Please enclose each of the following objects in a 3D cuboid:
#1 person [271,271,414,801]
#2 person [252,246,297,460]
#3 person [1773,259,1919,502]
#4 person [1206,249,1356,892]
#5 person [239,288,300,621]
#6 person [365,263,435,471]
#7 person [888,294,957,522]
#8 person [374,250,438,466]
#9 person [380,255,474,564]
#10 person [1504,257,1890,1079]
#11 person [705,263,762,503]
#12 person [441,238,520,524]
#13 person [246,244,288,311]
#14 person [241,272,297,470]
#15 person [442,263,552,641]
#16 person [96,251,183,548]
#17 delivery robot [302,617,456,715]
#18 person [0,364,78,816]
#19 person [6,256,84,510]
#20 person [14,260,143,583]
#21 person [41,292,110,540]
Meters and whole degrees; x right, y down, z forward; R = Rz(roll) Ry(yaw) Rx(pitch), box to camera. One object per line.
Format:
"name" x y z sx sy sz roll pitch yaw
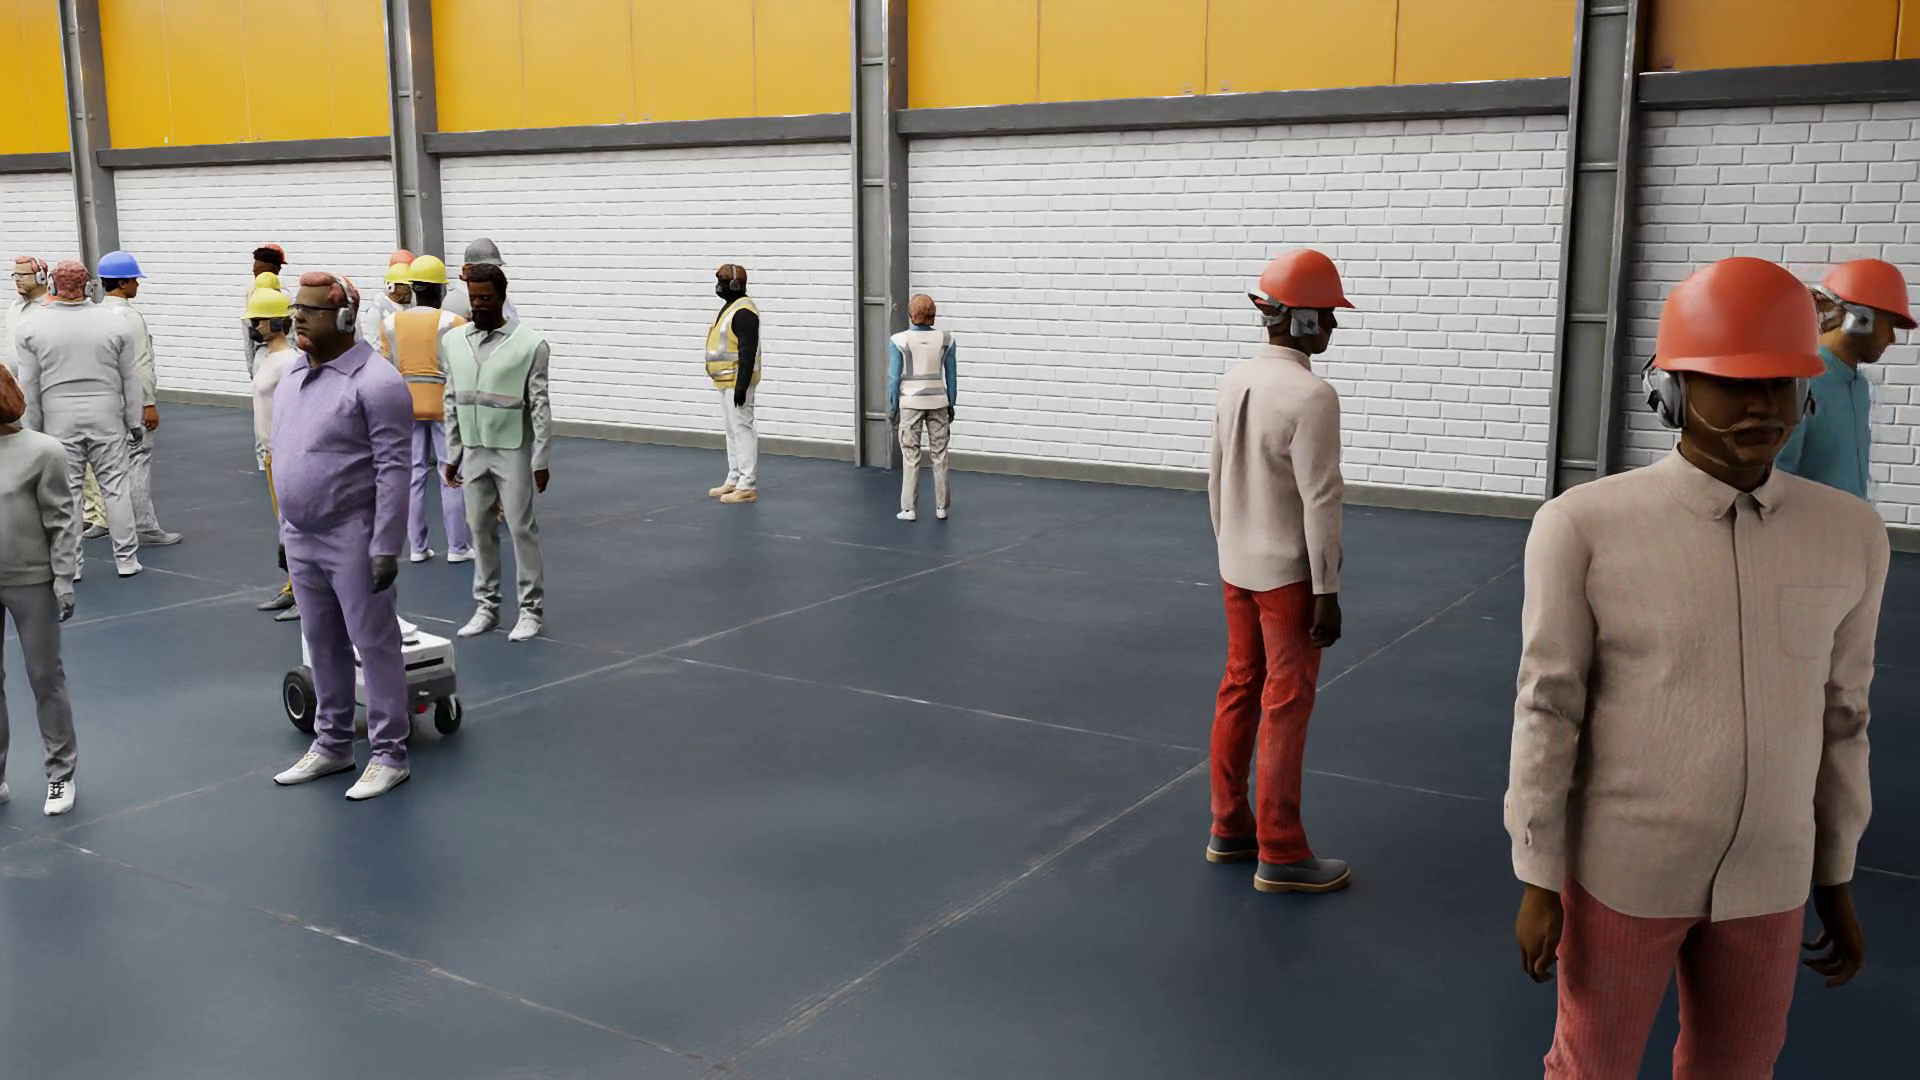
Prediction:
"person" -2.278 -0.014 6.067 0.641 1.913 0.410 6 12 29
"person" -6.205 -1.668 15.075 0.368 1.967 0.600 -8 13 -37
"person" 2.776 0.082 5.426 0.462 1.960 0.882 10 14 44
"person" 1.016 0.096 5.227 0.396 1.992 0.623 -4 11 -21
"person" -3.634 -0.454 8.908 0.315 1.769 0.525 -7 13 -35
"person" -4.839 -1.475 14.406 0.403 1.826 0.592 6 12 28
"person" -0.266 -0.944 11.973 0.516 1.641 0.308 -3 11 -16
"person" -4.882 -1.591 14.734 0.365 1.935 0.553 7 12 34
"person" -3.295 -0.803 10.395 0.589 1.927 0.369 1 10 7
"person" 1.207 0.543 2.750 0.612 1.995 0.382 -1 10 -5
"person" -1.757 -1.214 12.912 0.429 1.844 0.627 -4 11 -21
"person" -3.351 -1.139 11.944 0.538 2.000 0.684 4 11 20
"person" -7.056 -2.046 17.119 0.622 1.982 0.405 7 12 32
"person" -6.053 -1.482 14.668 0.487 1.744 0.294 2 10 8
"person" -2.340 -0.443 8.462 0.591 1.910 0.388 3 11 16
"person" -5.490 -0.916 10.964 0.603 1.949 0.384 7 12 34
"delivery robot" -2.386 0.482 6.820 0.707 0.478 0.477 9 13 41
"person" -3.357 0.167 5.832 0.503 1.633 0.280 -1 10 -7
"person" -6.788 -1.133 12.282 0.639 1.908 0.409 4 11 20
"person" -5.211 -0.701 9.887 0.652 1.906 0.408 -6 12 -30
"person" -5.988 -0.880 11.302 0.338 1.752 0.565 -8 13 -38
